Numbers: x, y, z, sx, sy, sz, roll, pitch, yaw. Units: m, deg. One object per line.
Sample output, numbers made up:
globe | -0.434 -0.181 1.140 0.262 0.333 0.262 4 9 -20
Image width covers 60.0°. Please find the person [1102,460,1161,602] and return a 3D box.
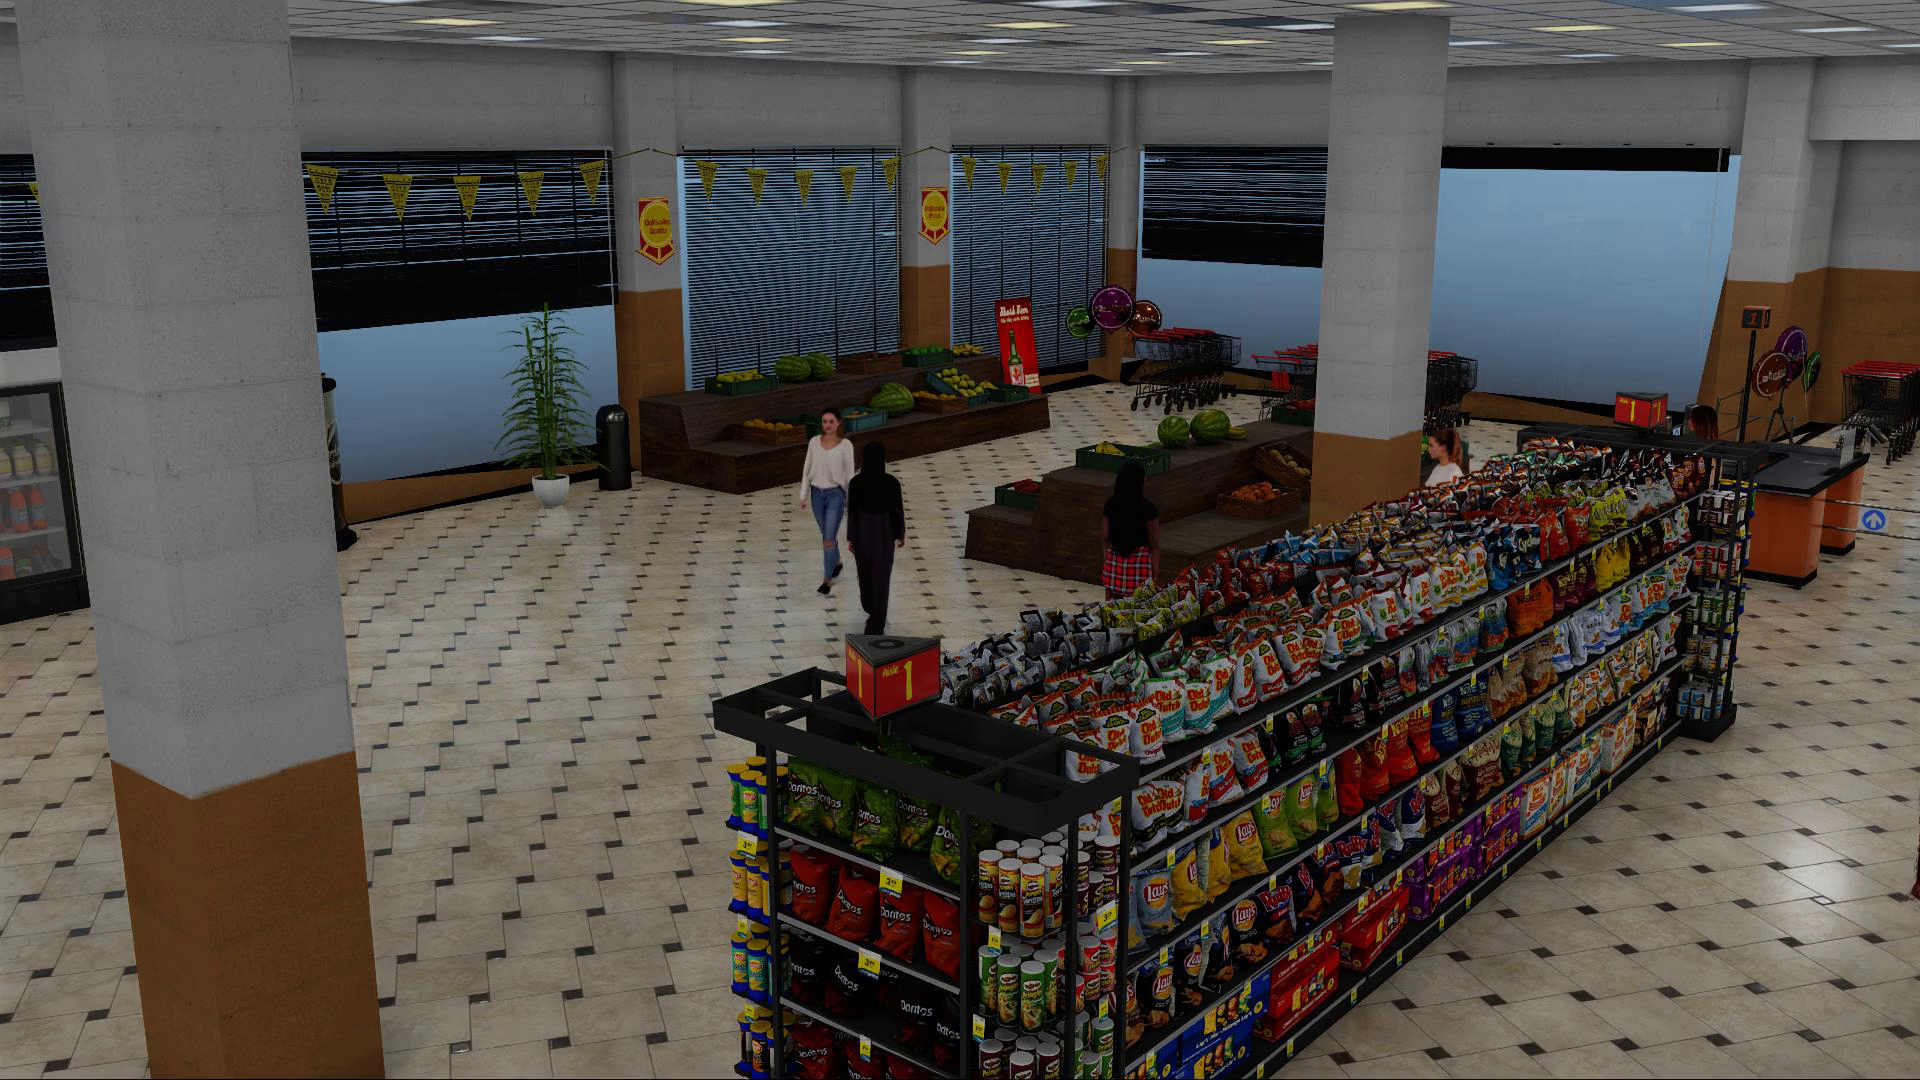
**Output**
person | 1.262 0.255 12.408 0.667 1.727 0.667 7 15 26

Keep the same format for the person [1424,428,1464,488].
person | 4.112 -0.056 13.767 1.048 1.690 1.068 1 14 3

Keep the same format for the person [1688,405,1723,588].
person | 6.469 -0.285 14.508 0.646 1.787 0.475 12 18 41

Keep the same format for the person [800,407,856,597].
person | -1.185 -0.368 15.128 0.858 1.655 1.153 5 14 19

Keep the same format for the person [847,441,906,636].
person | -0.721 -0.007 13.743 0.999 1.607 1.173 2 14 6
